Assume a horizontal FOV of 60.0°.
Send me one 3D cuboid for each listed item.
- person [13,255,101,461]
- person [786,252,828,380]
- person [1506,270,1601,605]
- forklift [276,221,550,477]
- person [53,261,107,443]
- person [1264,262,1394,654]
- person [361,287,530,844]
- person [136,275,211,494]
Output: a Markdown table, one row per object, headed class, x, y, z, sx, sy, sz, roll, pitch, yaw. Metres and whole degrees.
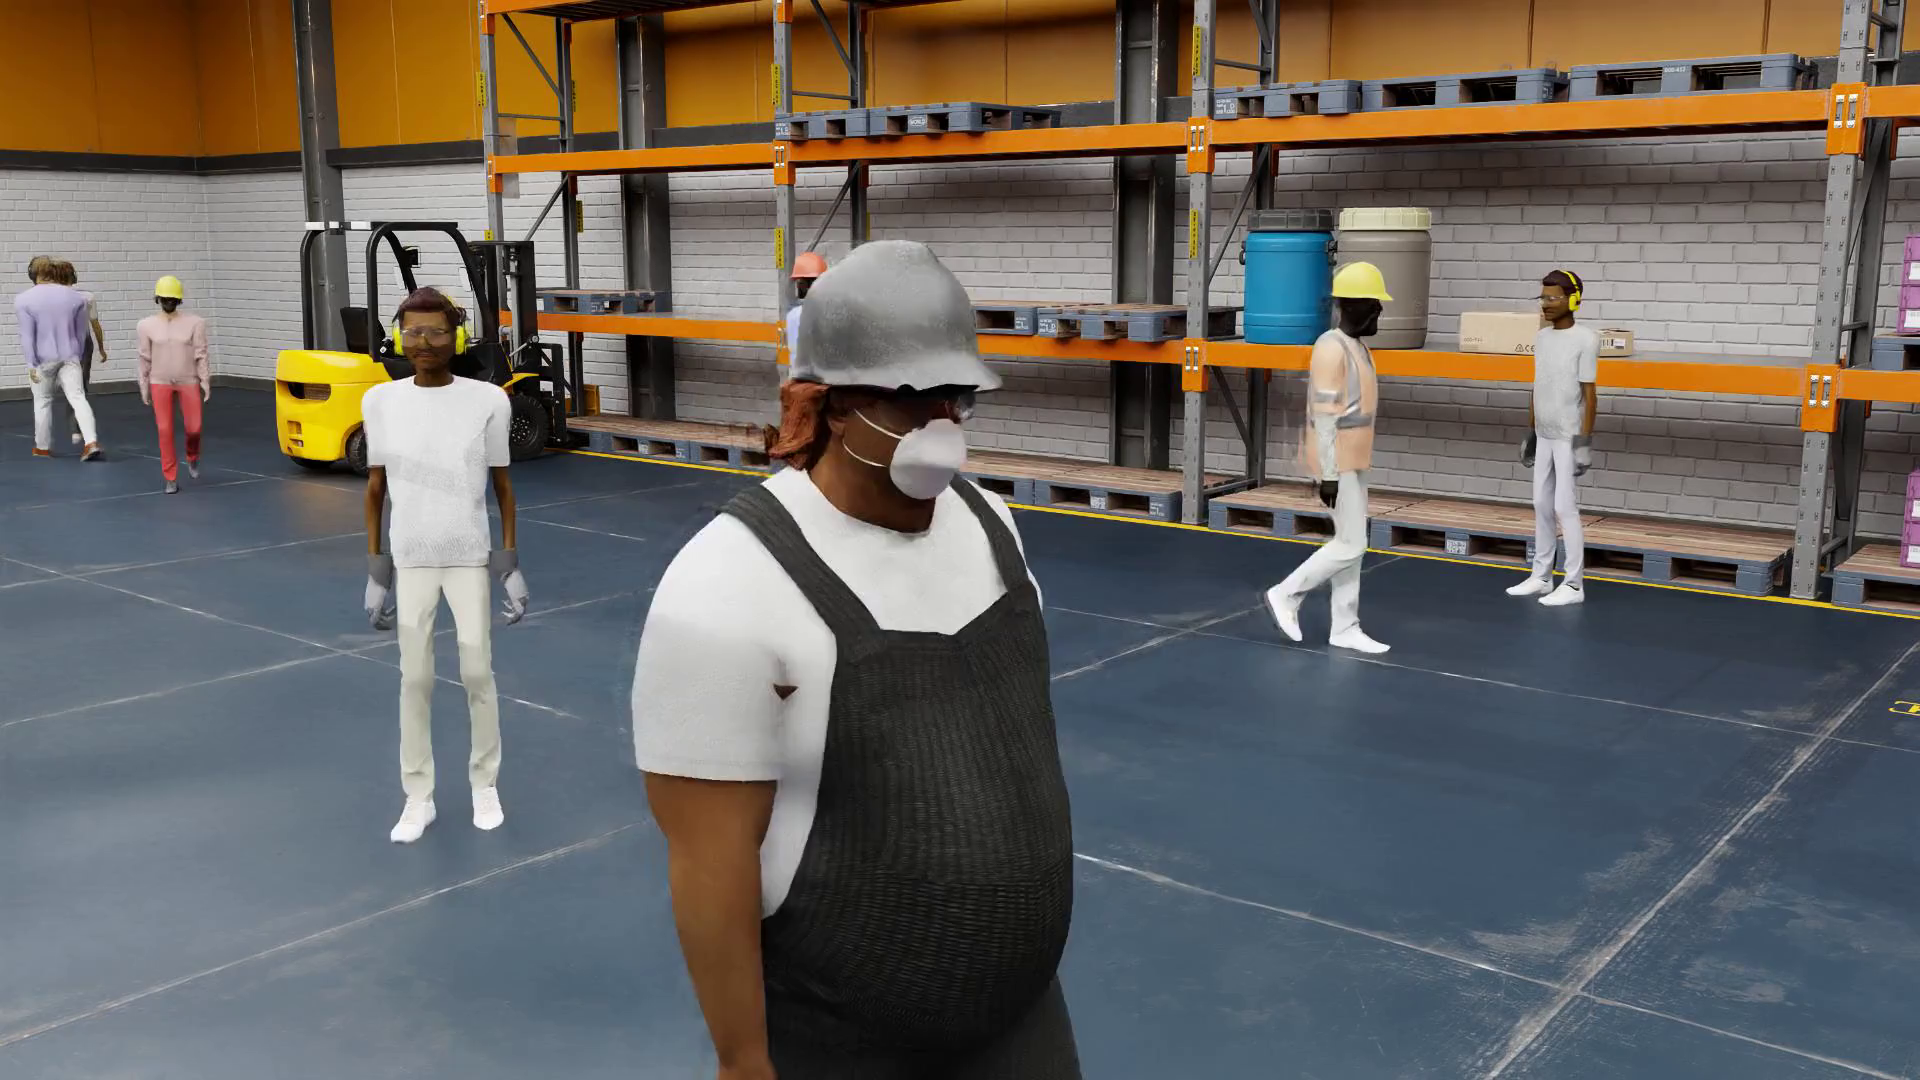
| class | x | y | z | sx | sy | sz | roll | pitch | yaw |
| --- | --- | --- | --- | --- | --- | --- | --- | --- | --- |
| person | -8.288 | -1.657 | 15.253 | 1.046 | 1.898 | 0.629 | 9 | 14 | 41 |
| person | -1.005 | -0.983 | 11.363 | 0.356 | 1.937 | 0.551 | 7 | 13 | 36 |
| person | 3.331 | -0.565 | 9.280 | 0.321 | 1.860 | 0.512 | -3 | 11 | -17 |
| forklift | -4.922 | -1.741 | 14.854 | 1.214 | 2.155 | 2.313 | 8 | 13 | 38 |
| person | -8.982 | -1.913 | 16.889 | 0.510 | 1.796 | 0.951 | -3 | 11 | -15 |
| person | 1.849 | -0.389 | 8.121 | 0.512 | 1.915 | 0.603 | 5 | 12 | 28 |
| person | -1.743 | 0.096 | 5.661 | 0.556 | 1.881 | 0.459 | -2 | 10 | -10 |
| person | -6.337 | -1.261 | 13.417 | 0.541 | 1.743 | 0.485 | -5 | 11 | -24 |
